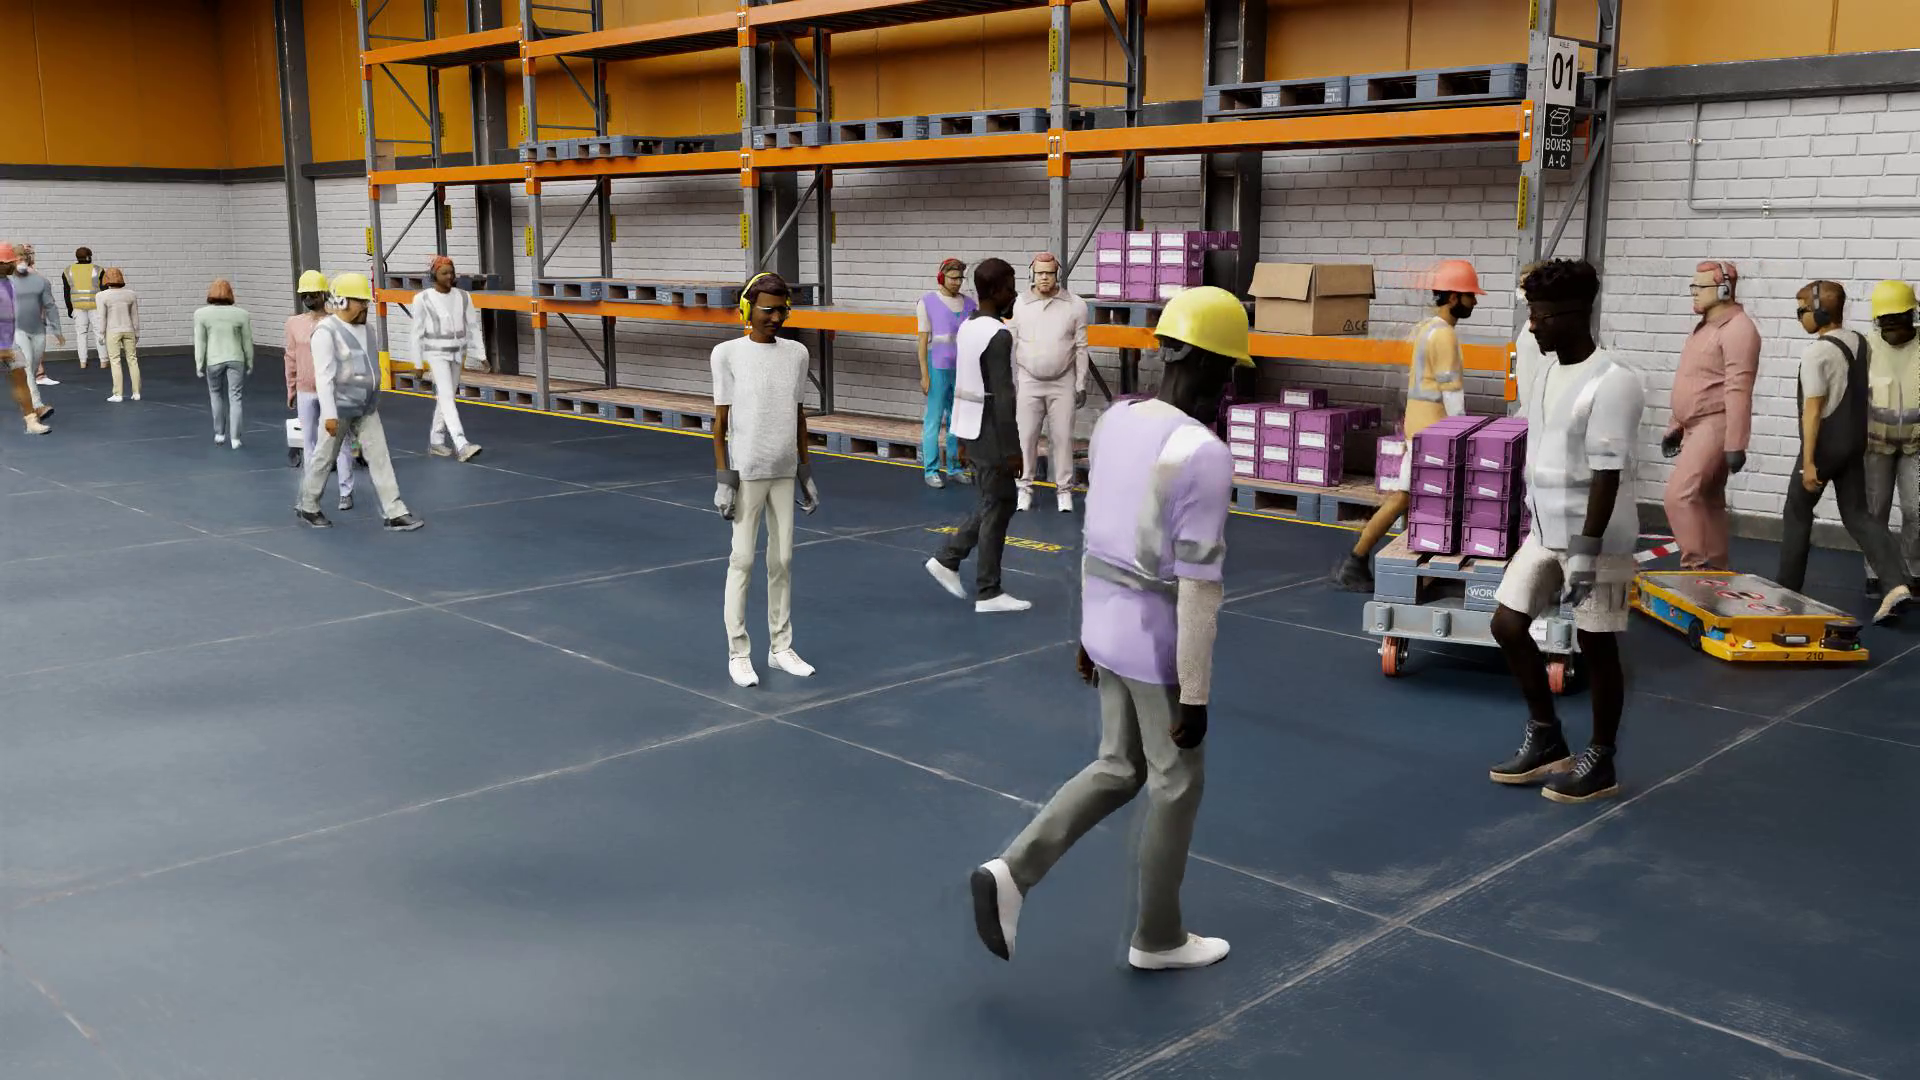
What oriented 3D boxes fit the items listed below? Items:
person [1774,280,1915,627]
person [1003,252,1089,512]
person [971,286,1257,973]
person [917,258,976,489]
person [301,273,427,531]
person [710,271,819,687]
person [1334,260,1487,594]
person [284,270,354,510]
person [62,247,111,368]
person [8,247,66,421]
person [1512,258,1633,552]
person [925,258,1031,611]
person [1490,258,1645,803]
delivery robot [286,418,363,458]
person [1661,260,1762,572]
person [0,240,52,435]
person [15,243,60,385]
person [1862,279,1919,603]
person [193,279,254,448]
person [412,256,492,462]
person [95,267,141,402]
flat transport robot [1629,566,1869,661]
[{"bbox_3d":[4.628,-0.454,8.703,0.560,1.804,0.885,-5,11,-25],"label":"person"},{"bbox_3d":[0.623,-1.142,12.177,0.636,1.900,0.400,0,10,1],"label":"person"},{"bbox_3d":[0.426,0.286,4.382,0.712,1.887,0.642,-5,12,-25],"label":"person"},{"bbox_3d":[-0.103,-1.345,13.431,0.563,1.838,0.390,-8,13,-39],"label":"person"},{"bbox_3d":[-4.180,-0.930,11.373,0.984,1.771,0.613,4,11,20],"label":"person"},{"bbox_3d":[-0.878,-0.278,7.549,0.511,1.865,0.329,-8,13,-36],"label":"person"},{"bbox_3d":[2.605,-0.610,9.310,0.991,1.895,0.540,3,11,16],"label":"person"},{"bbox_3d":[-4.705,-1.093,12.253,0.524,1.769,0.314,0,10,1],"label":"person"},{"bbox_3d":[-13.333,-3.549,25.446,0.627,1.840,0.429,-2,11,-13],"label":"person"},{"bbox_3d":[-10.129,-2.235,18.145,0.991,1.892,0.636,7,12,33],"label":"person"},{"bbox_3d":[3.556,-0.731,9.957,1.028,1.896,0.643,1,10,5],"label":"person"},{"bbox_3d":[0.141,-0.542,8.876,0.477,1.903,0.593,-2,11,-12],"label":"person"},{"bbox_3d":[2.159,-0.019,5.903,0.533,1.936,0.627,-3,11,-15],"label":"person"},{"bbox_3d":[-5.528,-0.947,14.509,0.707,0.478,0.477,6,12,27],"label":"delivery robot"},{"bbox_3d":[4.057,-0.584,9.169,0.570,1.891,0.645,2,11,10],"label":"person"},{"bbox_3d":[-9.746,-2.025,16.810,0.882,1.982,0.624,0,10,0],"label":"person"},{"bbox_3d":[-12.562,-3.045,22.504,0.643,1.913,0.410,7,12,32],"label":"person"},{"bbox_3d":[5.125,-0.533,9.131,0.615,1.793,0.543,5,12,26],"label":"person"},{"bbox_3d":[-7.074,-1.699,16.011,0.516,1.600,0.773,-5,11,-24],"label":"person"},{"bbox_3d":[-4.599,-1.631,15.017,1.002,1.829,0.596,8,13,37],"label":"person"},{"bbox_3d":[-10.276,-2.507,20.325,0.286,1.633,0.499,8,13,37],"label":"person"},{"bbox_3d":[3.906,0.355,8.435,0.652,0.197,1.431,0,10,0],"label":"flat transport robot"}]
